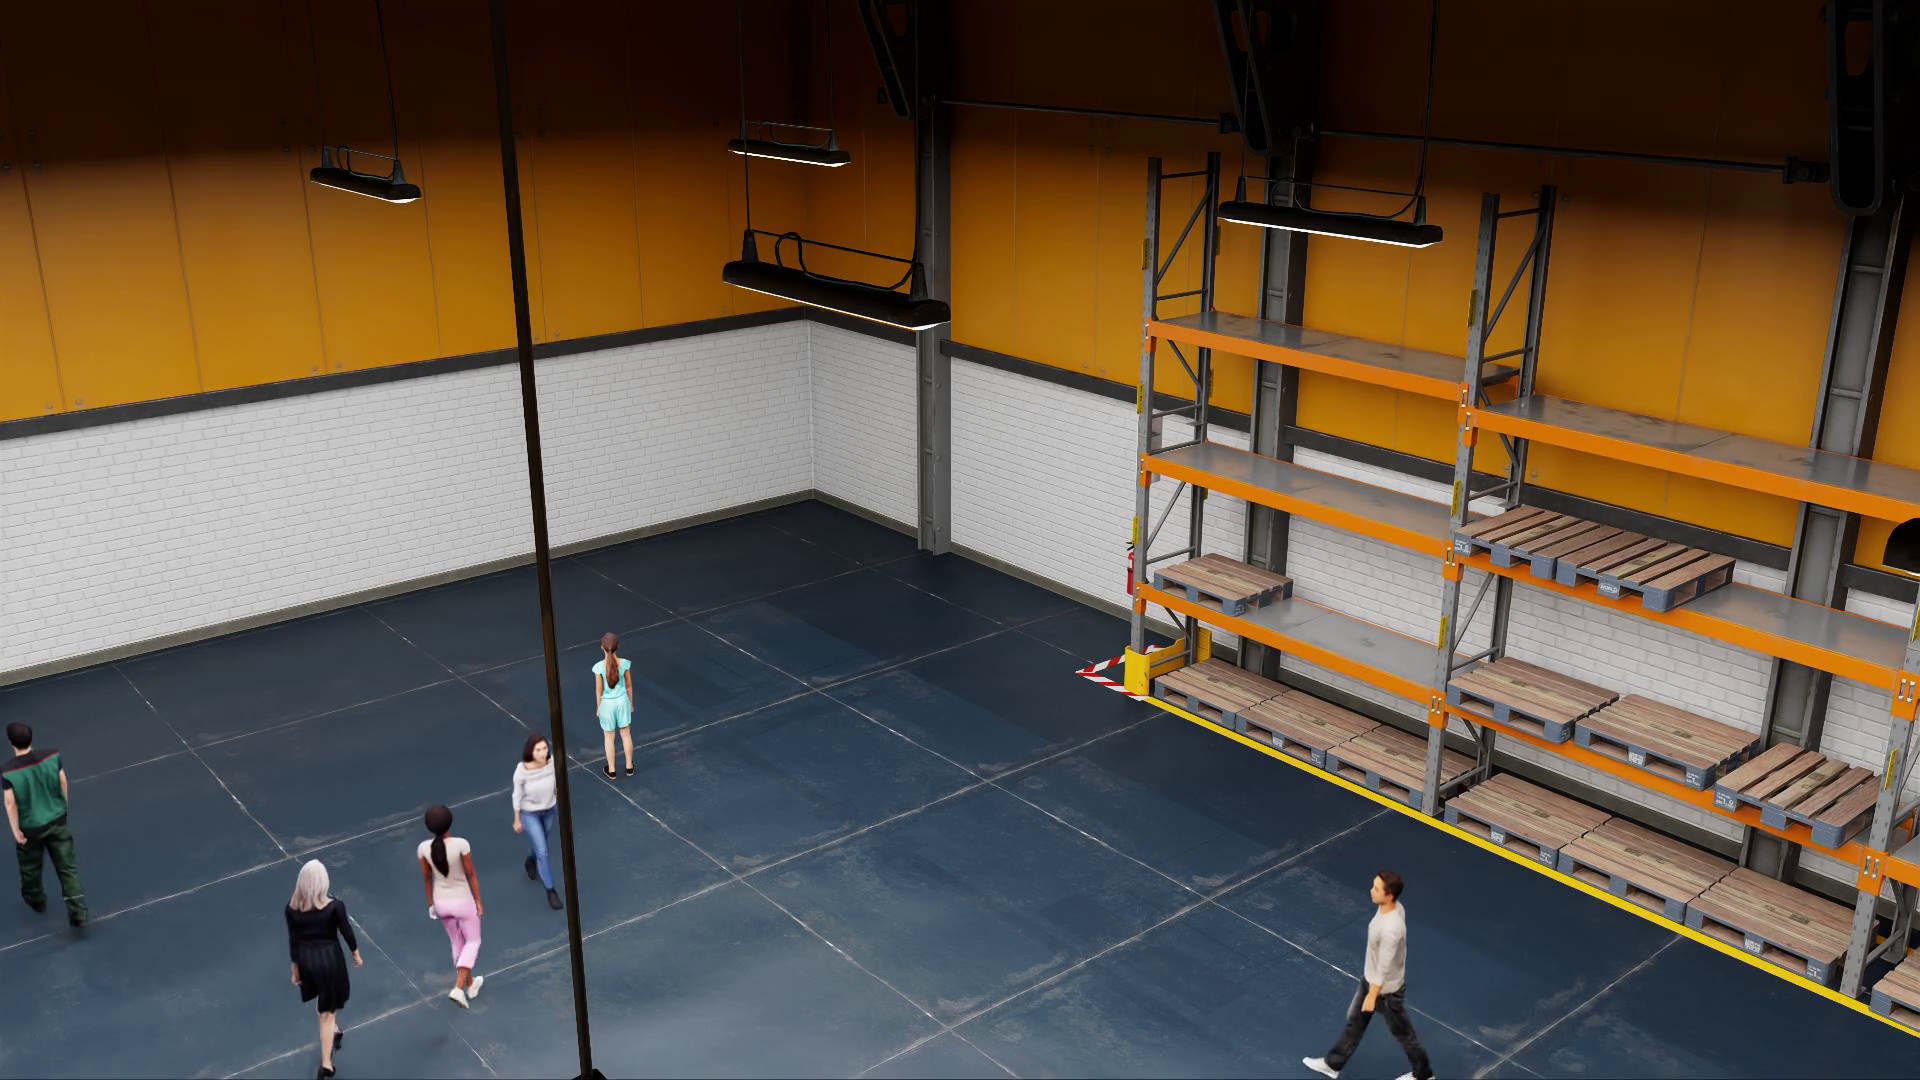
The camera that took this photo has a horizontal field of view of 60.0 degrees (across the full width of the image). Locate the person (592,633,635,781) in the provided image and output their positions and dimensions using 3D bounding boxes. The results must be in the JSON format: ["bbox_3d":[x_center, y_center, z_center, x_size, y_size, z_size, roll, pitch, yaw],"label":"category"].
[{"bbox_3d":[-3.509,1.667,16.875,0.606,1.558,0.613,-8,20,-23],"label":"person"}]

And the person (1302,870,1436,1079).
[{"bbox_3d":[3.155,3.206,11.977,1.246,1.768,1.176,2,19,5],"label":"person"}]

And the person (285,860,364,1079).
[{"bbox_3d":[-4.668,3.177,12.122,0.906,1.730,0.998,-1,19,-4],"label":"person"}]

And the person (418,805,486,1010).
[{"bbox_3d":[-3.971,2.901,12.957,0.923,1.720,0.994,2,19,6],"label":"person"}]

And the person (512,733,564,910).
[{"bbox_3d":[-3.742,2.408,14.633,0.637,1.586,1.057,-13,22,-33],"label":"person"}]

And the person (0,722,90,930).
[{"bbox_3d":[-7.733,2.443,14.098,1.240,1.860,0.727,18,25,42],"label":"person"}]
